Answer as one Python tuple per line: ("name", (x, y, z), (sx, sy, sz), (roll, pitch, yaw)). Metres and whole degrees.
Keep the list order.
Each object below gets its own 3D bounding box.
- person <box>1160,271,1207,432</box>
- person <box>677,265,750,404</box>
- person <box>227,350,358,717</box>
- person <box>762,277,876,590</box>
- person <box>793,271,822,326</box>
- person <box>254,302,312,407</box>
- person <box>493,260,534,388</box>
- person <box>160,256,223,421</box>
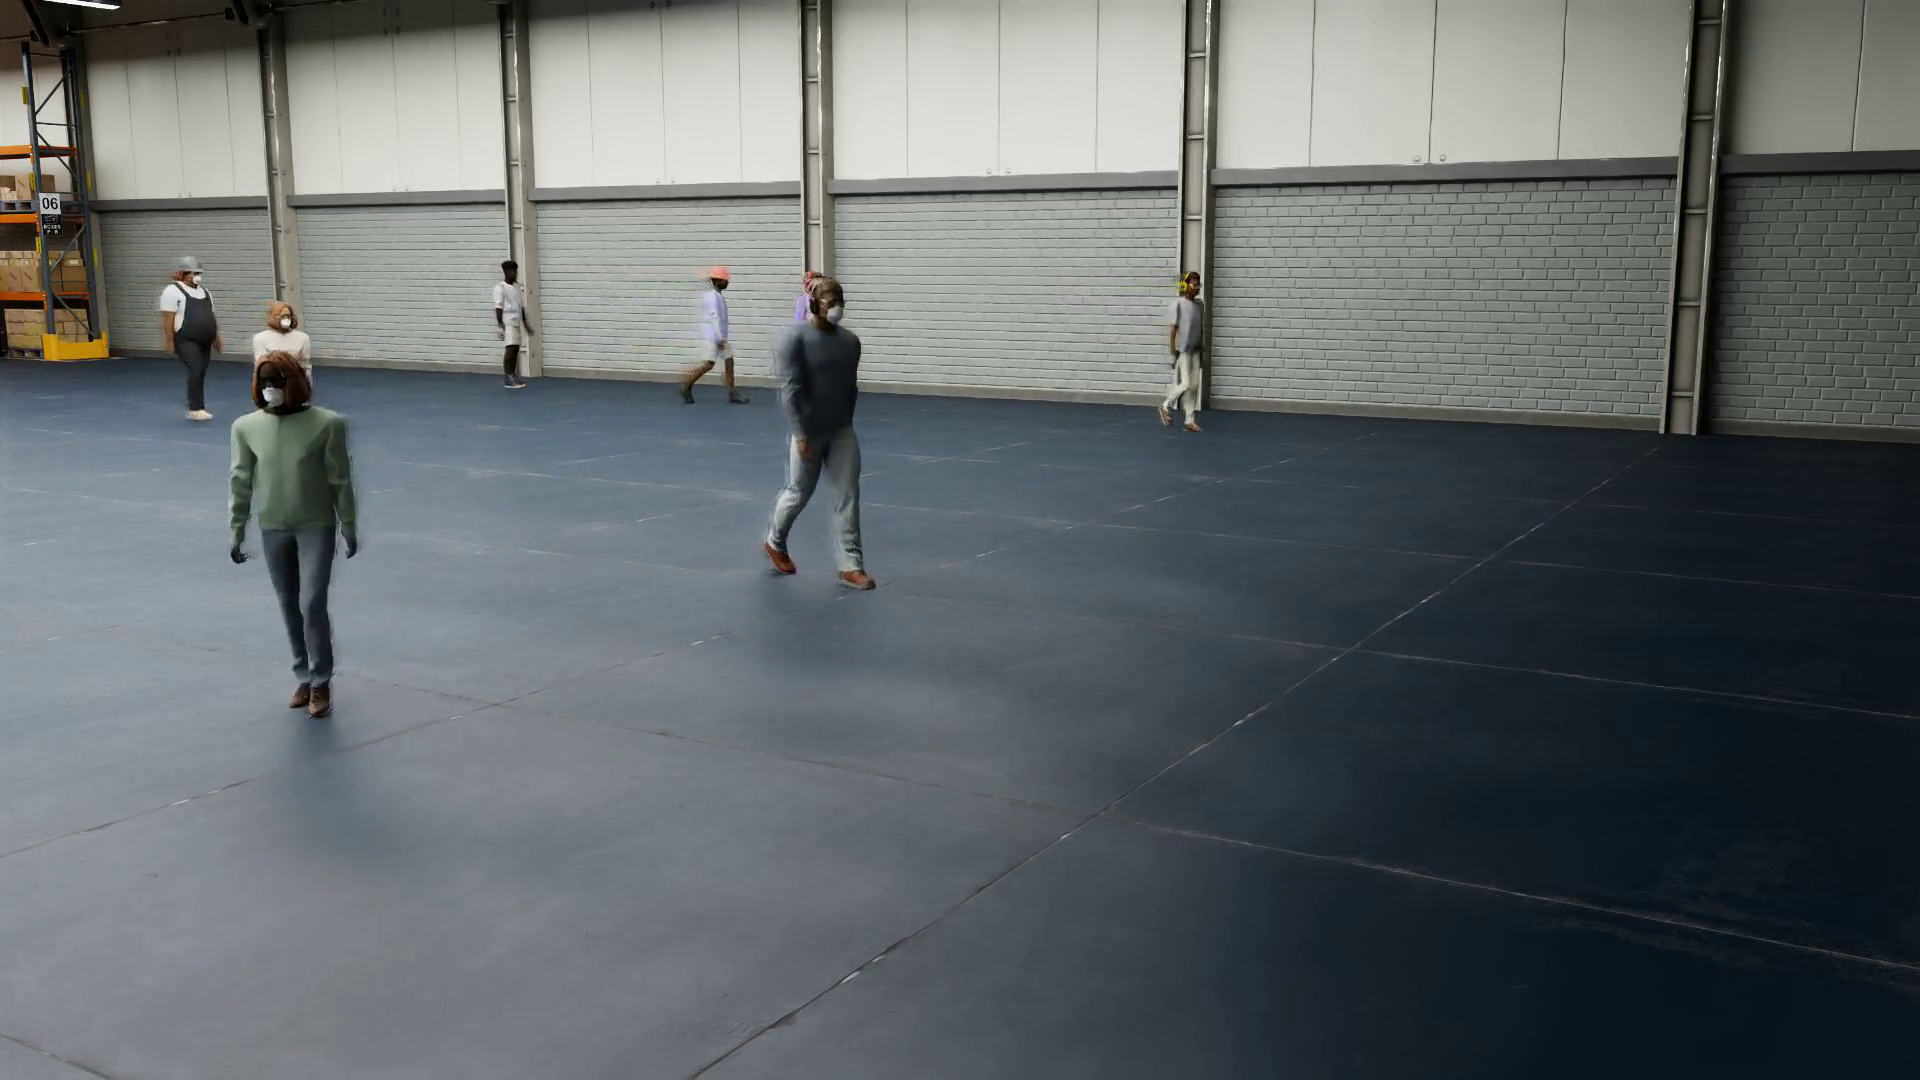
("person", (2.622, -2.176, 19.242), (0.511, 1.855, 0.504), (-7, 12, -37))
("person", (-3.384, -2.792, 22.699), (0.920, 1.911, 0.542), (1, 10, 8))
("person", (-2.947, -0.023, 7.322), (0.524, 1.611, 0.563), (0, 10, -1))
("person", (-0.898, -0.669, 10.287), (0.631, 1.908, 0.933), (-8, 12, -38))
("person", (-1.828, -2.306, 20.026), (0.397, 1.840, 0.564), (-3, 10, -17))
("person", (-6.070, -1.333, 15.018), (0.505, 1.613, 0.676), (-7, 12, -34))
("person", (-6.910, -3.333, 25.675), (0.398, 1.962, 0.649), (3, 10, 16))
("person", (-9.353, -2.483, 20.477), (0.703, 2.000, 0.712), (3, 10, 19))
